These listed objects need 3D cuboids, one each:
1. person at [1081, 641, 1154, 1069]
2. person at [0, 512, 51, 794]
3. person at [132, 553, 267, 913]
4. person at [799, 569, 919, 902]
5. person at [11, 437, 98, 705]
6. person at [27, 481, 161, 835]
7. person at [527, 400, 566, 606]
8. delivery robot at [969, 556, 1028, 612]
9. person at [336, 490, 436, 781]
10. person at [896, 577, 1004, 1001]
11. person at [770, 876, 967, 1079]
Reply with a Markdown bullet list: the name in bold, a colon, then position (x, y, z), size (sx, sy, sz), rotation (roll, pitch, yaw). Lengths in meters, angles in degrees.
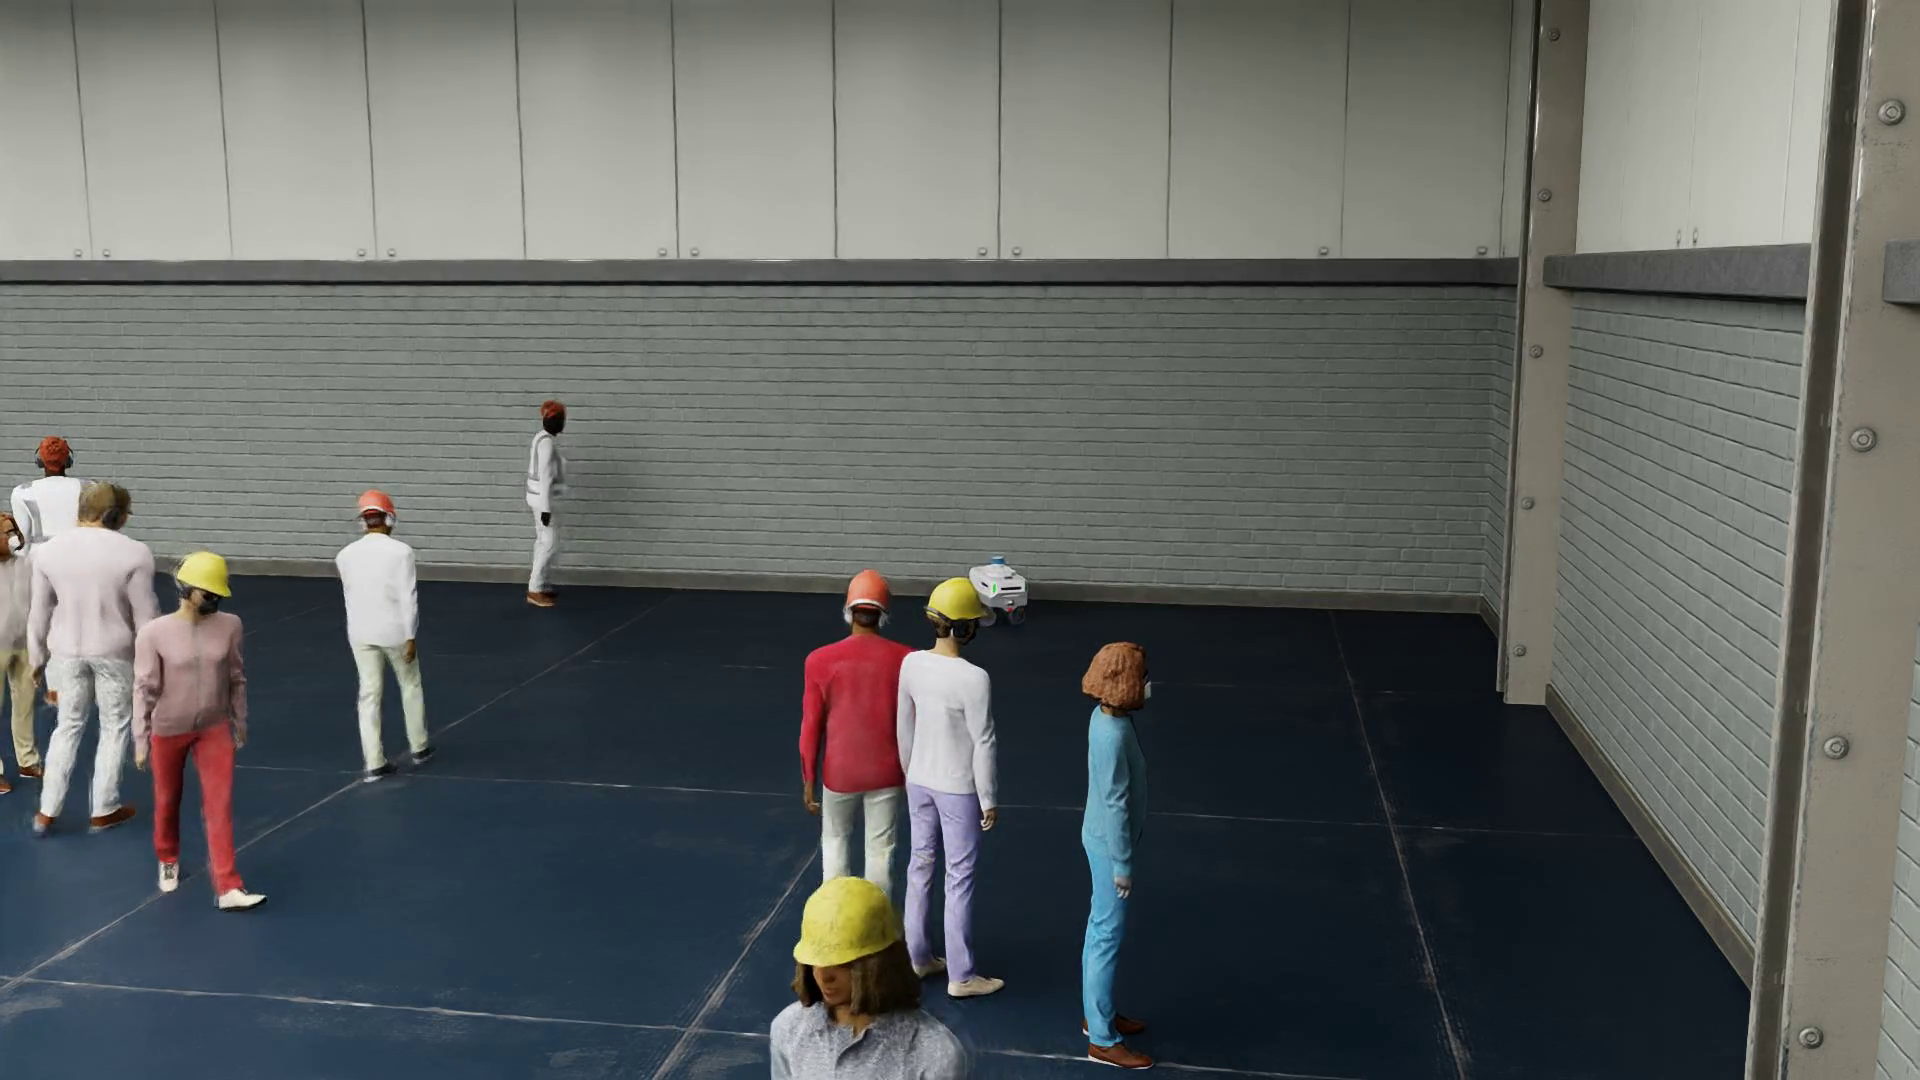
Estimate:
- **person**: position (0.604, 1.191, 6.401), size (0.286, 1.633, 0.499), rotation (0, 9, 2)
- **person**: position (-5.583, 0.647, 9.747), size (0.275, 1.636, 0.507), rotation (4, 10, 23)
- **person**: position (-3.669, 0.910, 7.951), size (0.576, 1.698, 0.906), rotation (-9, 13, -43)
- **person**: position (-0.425, 0.983, 7.371), size (0.578, 1.727, 0.540), rotation (-1, 9, -8)
- **person**: position (-6.282, 0.214, 11.657), size (0.586, 1.882, 0.342), rotation (-6, 11, -32)
- **person**: position (-4.678, 0.637, 9.005), size (0.696, 1.899, 0.469), rotation (0, 9, -2)
- **person**: position (-3.764, -0.336, 15.116), size (0.387, 1.876, 0.736), rotation (-3, 10, -17)
- **delivery robot**: position (0.332, 0.386, 14.399), size (0.477, 0.478, 0.707), rotation (-3, 10, -17)
- **person**: position (-3.491, 0.556, 10.115), size (0.567, 1.695, 0.748), rotation (2, 9, 9)
- **person**: position (-0.035, 1.031, 6.987), size (0.326, 1.767, 0.533), rotation (-9, 13, -44)
- **person**: position (-0.213, 1.576, 3.715), size (0.497, 1.735, 0.401), rotation (4, 10, 25)
